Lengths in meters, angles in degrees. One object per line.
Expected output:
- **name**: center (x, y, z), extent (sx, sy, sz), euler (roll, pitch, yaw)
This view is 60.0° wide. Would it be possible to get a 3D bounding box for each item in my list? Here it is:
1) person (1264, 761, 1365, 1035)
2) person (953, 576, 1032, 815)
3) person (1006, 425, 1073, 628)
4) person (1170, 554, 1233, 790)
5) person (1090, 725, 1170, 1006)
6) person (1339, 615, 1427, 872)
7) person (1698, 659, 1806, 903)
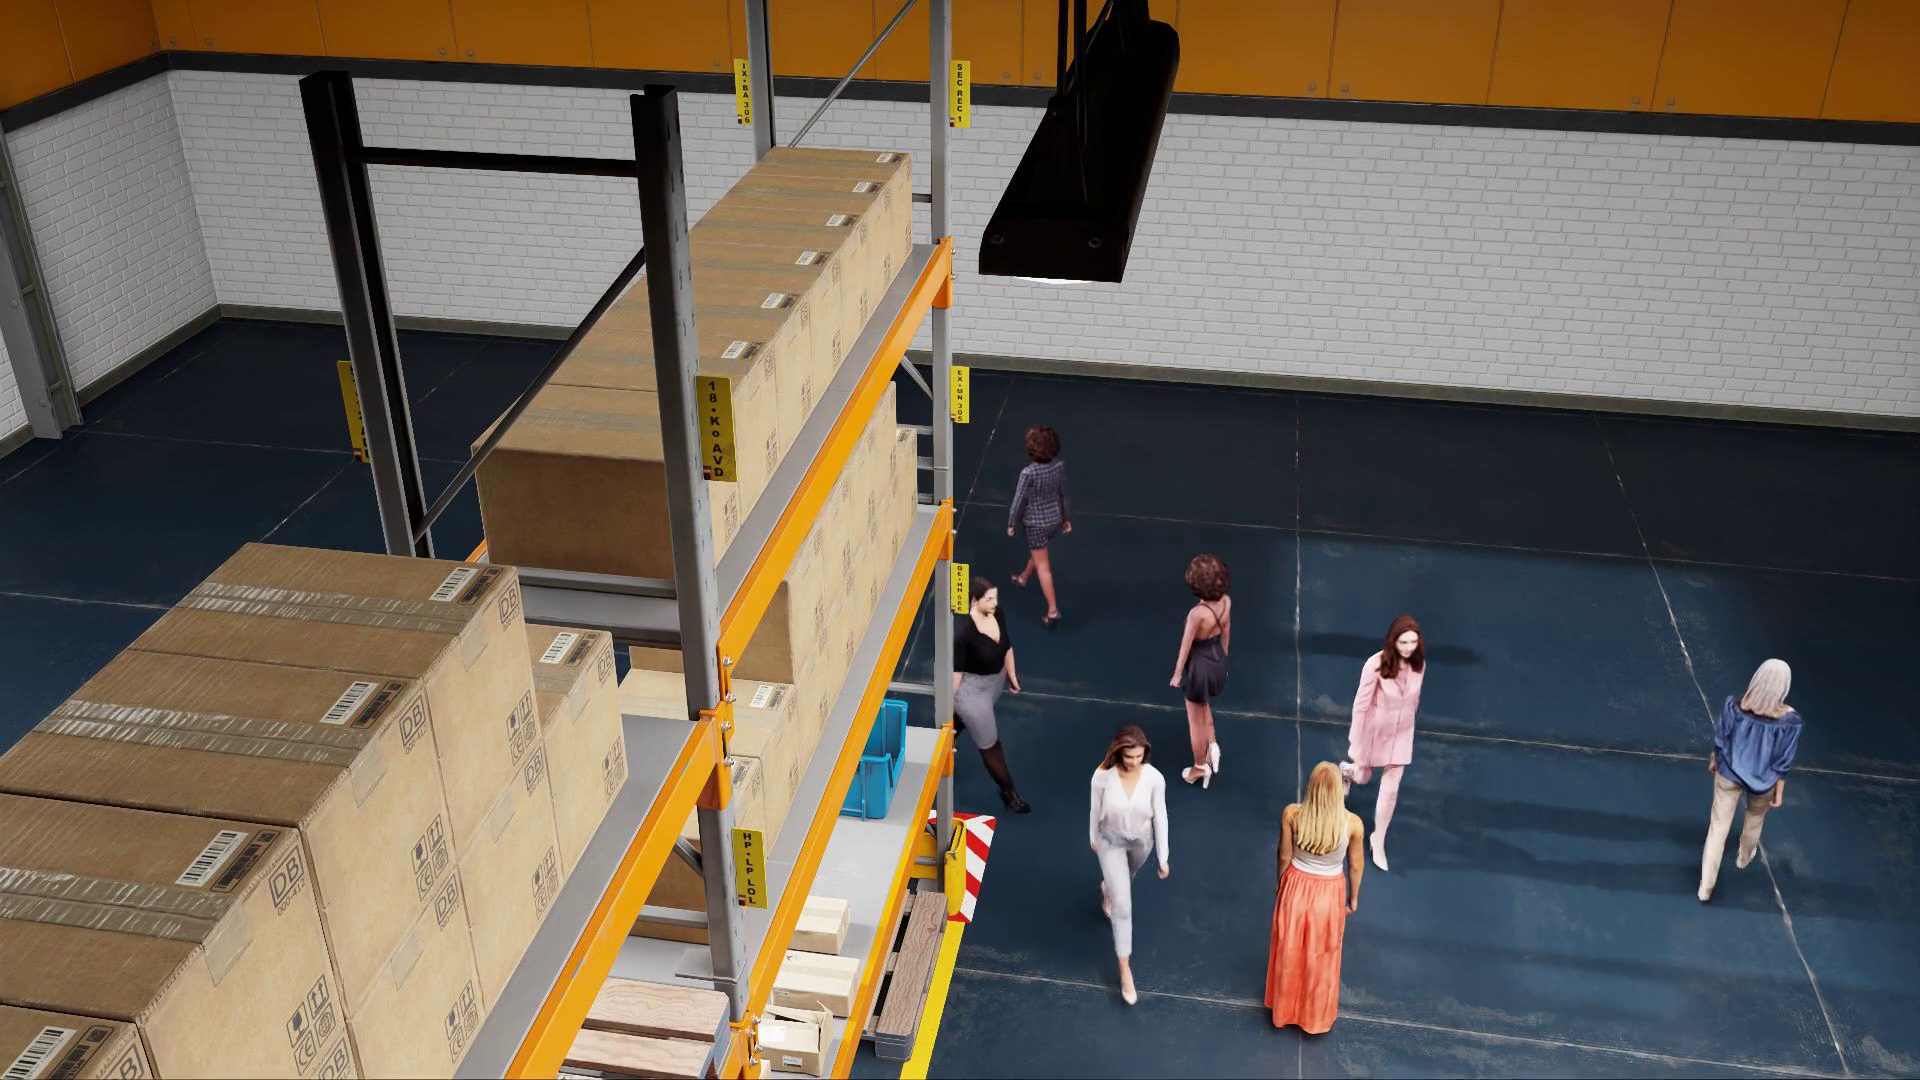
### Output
- **person**: center (1.943, 1.977, 9.166), extent (0.664, 1.803, 0.633), euler (10, 30, 18)
- **person**: center (0.030, 0.985, 11.089), extent (1.048, 1.703, 1.177), euler (17, 33, 29)
- **person**: center (0.685, -0.064, 13.061), extent (1.054, 1.656, 1.123), euler (-18, 33, -29)
- **person**: center (1.692, 0.932, 11.106), extent (0.743, 1.779, 0.683), euler (26, 38, 38)
- **person**: center (0.952, 1.749, 9.677), extent (0.797, 1.714, 1.196), euler (-2, 29, -4)
- **person**: center (2.667, 1.199, 10.621), extent (0.866, 1.776, 1.139), euler (-5, 29, -9)
- **person**: center (4.778, 1.508, 10.157), extent (0.839, 1.677, 1.022), euler (17, 33, 28)
